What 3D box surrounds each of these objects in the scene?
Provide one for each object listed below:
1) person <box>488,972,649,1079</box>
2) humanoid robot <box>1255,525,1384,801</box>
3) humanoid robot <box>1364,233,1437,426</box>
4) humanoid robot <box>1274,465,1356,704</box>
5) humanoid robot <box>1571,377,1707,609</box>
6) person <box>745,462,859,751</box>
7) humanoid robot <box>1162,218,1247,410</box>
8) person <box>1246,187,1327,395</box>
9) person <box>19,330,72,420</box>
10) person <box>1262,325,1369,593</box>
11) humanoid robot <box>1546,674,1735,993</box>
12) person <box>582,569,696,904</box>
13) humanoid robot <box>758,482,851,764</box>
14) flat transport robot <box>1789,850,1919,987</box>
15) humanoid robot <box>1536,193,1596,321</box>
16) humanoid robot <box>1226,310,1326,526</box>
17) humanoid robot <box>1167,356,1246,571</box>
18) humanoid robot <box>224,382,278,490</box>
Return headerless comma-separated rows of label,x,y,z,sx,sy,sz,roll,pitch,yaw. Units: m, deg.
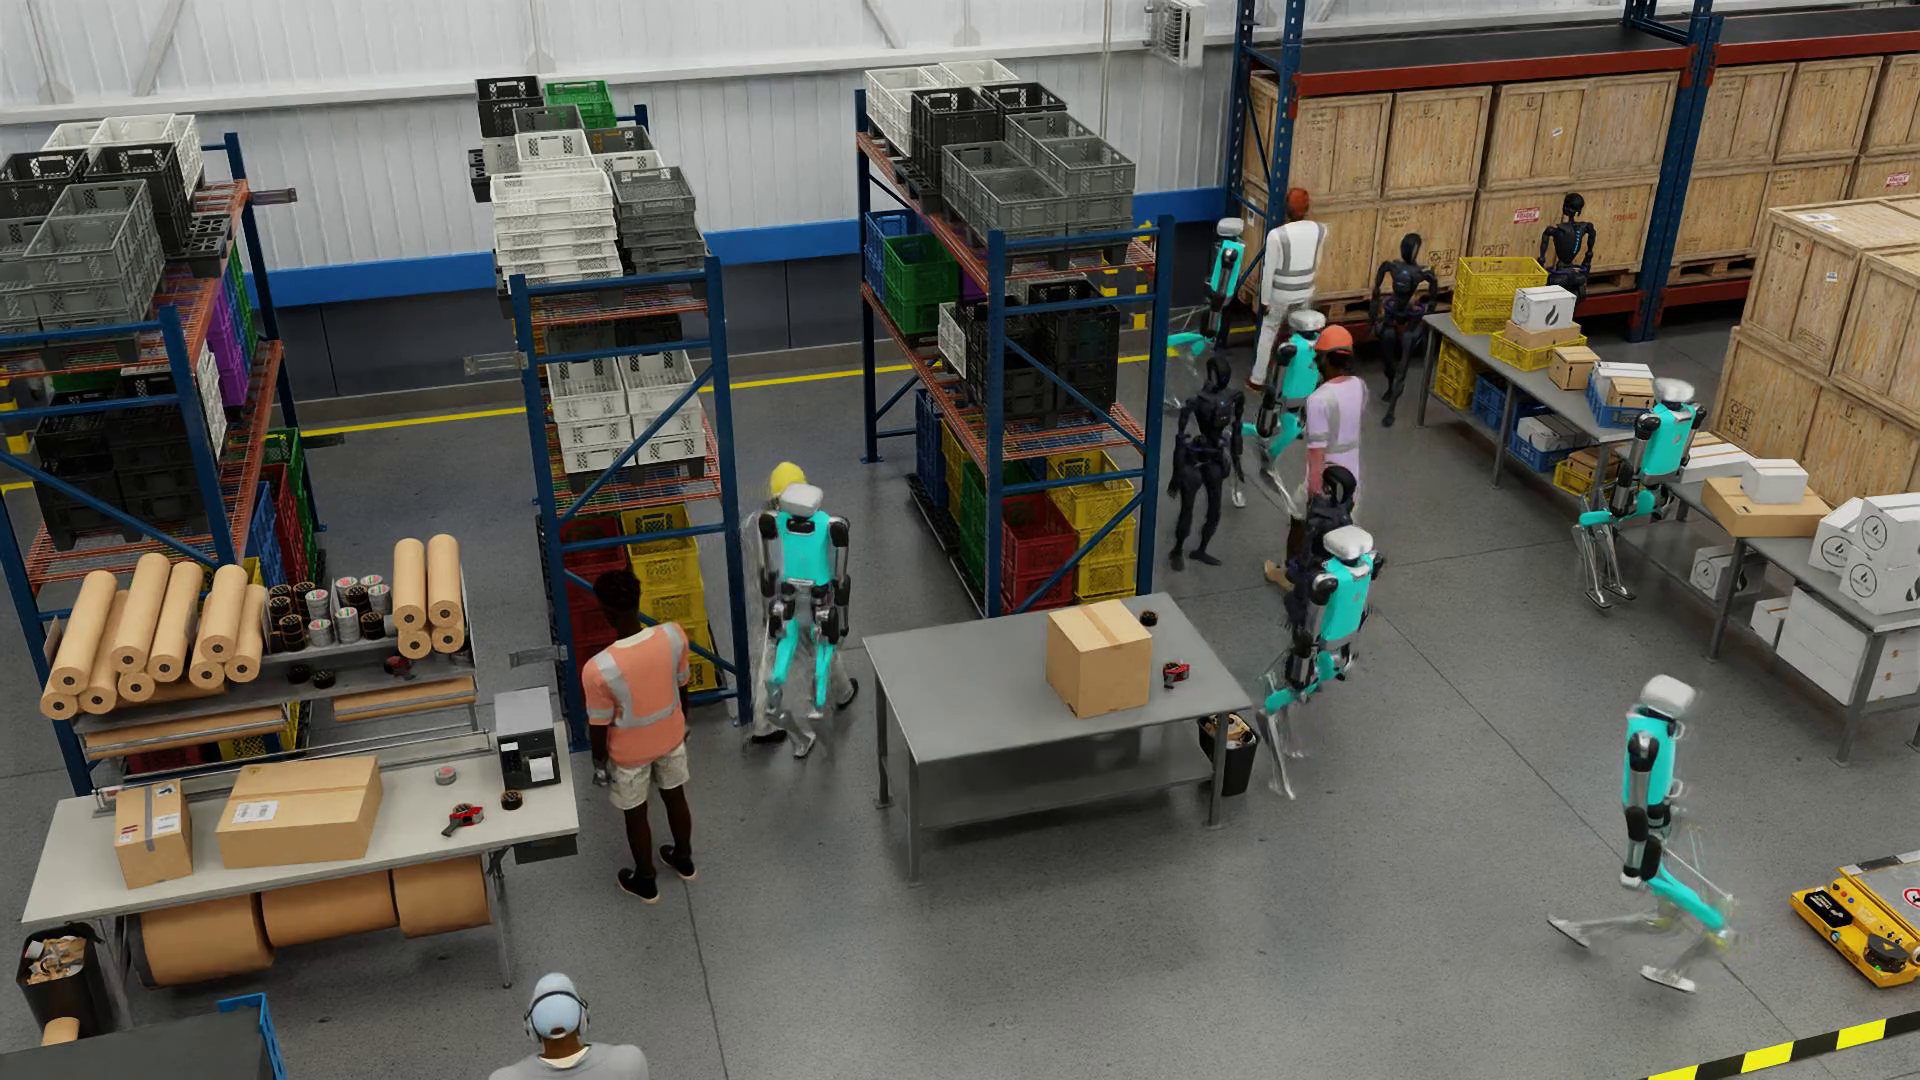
person,-1.409,2.354,6.233,0.589,1.853,0.372,-8,30,-15
humanoid robot,1.910,0.645,9.496,0.532,1.796,0.806,-22,36,-35
humanoid robot,3.736,-1.830,14.082,0.584,1.618,0.803,16,32,26
humanoid robot,2.178,0.270,10.194,0.365,1.648,0.608,21,35,33
humanoid robot,4.470,-0.376,11.186,0.533,1.673,0.735,-12,31,-21
person,-0.990,0.386,9.903,0.579,1.785,0.905,12,31,20
humanoid robot,1.990,-1.873,14.038,0.971,1.734,0.573,6,29,12
person,2.831,-2.145,14.397,0.579,1.872,0.438,-8,30,-15
person,-6.929,-1.306,12.926,0.508,1.819,0.655,25,37,37
person,2.441,-0.470,11.235,0.651,1.979,0.909,-21,35,-33
humanoid robot,3.405,1.471,7.955,0.983,1.738,0.543,16,33,27
person,-1.641,1.017,8.559,0.603,1.958,0.385,-23,36,-35
humanoid robot,-0.927,0.602,9.604,0.540,1.855,0.648,5,29,9
flat transport robot,5.163,1.916,8.676,1.431,0.231,0.659,-8,30,-14
humanoid robot,5.346,-2.271,14.816,0.599,1.657,0.315,-7,29,-12
humanoid robot,2.308,-0.937,12.361,0.548,1.748,0.997,-17,33,-29
humanoid robot,1.724,-0.551,11.707,0.596,1.641,0.384,-13,31,-22
humanoid robot,-5.496,-0.978,12.524,0.718,1.644,0.590,-9,30,-15
